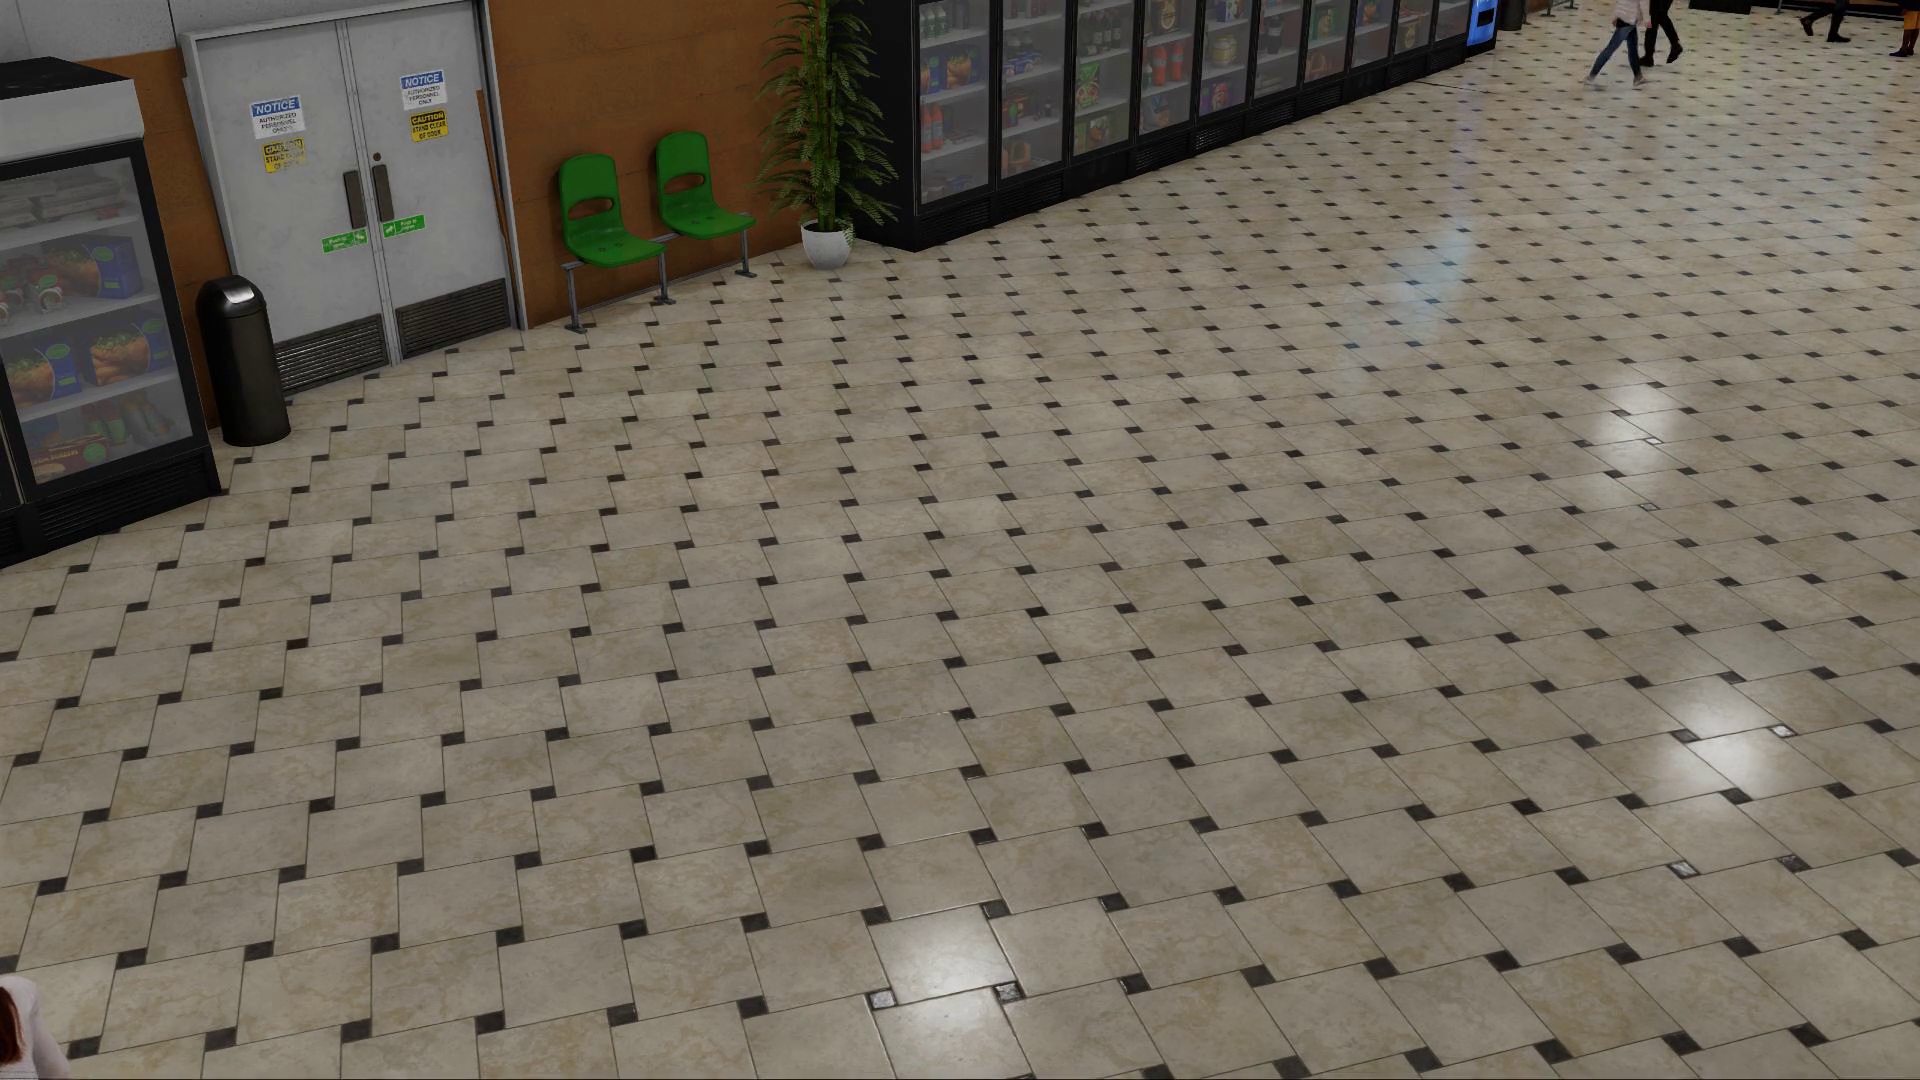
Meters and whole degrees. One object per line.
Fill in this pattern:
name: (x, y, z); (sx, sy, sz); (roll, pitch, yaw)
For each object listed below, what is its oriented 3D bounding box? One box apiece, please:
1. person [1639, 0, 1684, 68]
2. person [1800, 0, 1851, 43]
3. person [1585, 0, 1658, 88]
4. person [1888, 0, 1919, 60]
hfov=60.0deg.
person: (8.410, -6.507, 19.694); (0.847, 1.809, 0.976); (-15, 30, -26)
person: (11.216, -7.223, 21.258); (0.881, 1.671, 0.662); (17, 32, 31)
person: (7.407, -5.849, 18.629); (1.141, 1.598, 1.046); (0, 27, -1)
person: (11.759, -6.589, 20.455); (0.578, 1.266, 0.603); (-16, 31, -28)
